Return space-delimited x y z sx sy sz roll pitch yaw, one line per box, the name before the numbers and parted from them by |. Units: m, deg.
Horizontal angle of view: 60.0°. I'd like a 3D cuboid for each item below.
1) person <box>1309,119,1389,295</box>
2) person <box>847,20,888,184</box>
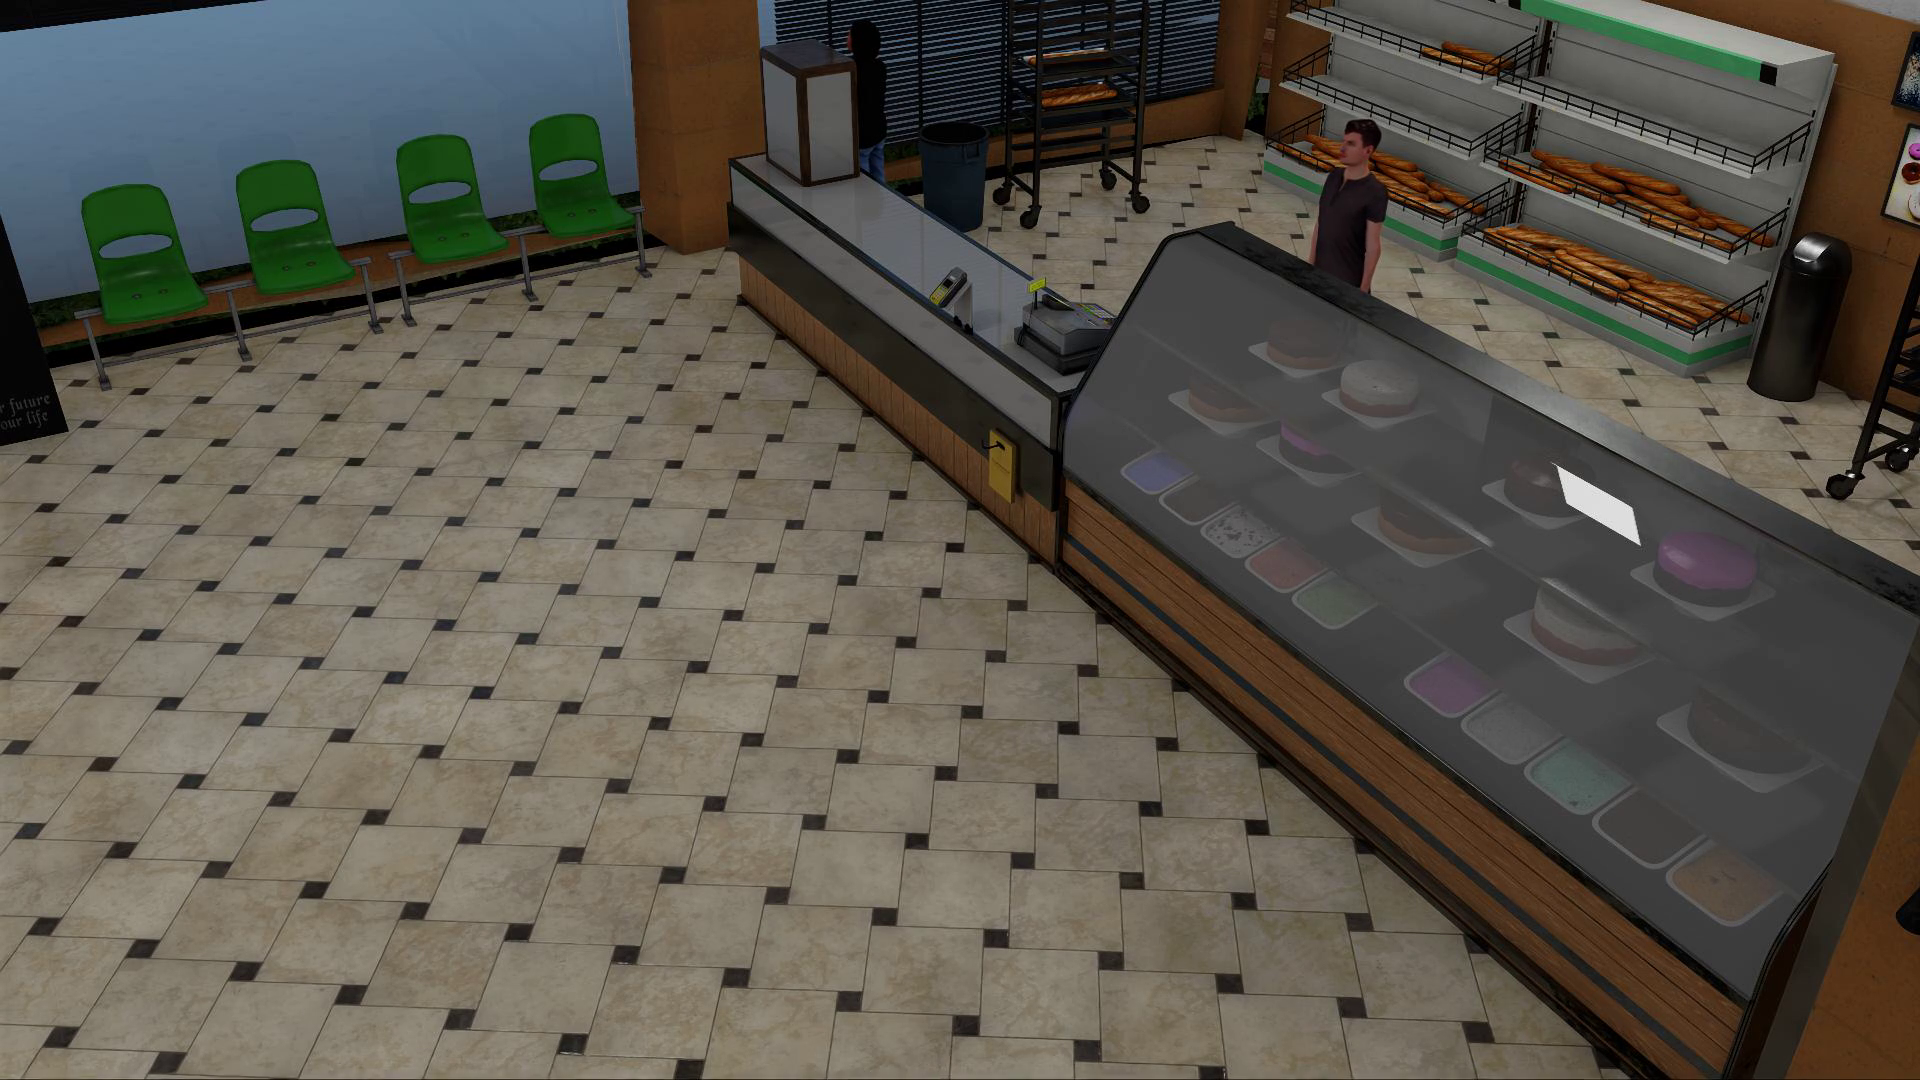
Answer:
person | 2.143 -1.456 9.331 0.525 1.854 0.642 -17 36 -25
person | -0.654 -2.758 11.566 0.713 1.702 0.619 17 36 25
